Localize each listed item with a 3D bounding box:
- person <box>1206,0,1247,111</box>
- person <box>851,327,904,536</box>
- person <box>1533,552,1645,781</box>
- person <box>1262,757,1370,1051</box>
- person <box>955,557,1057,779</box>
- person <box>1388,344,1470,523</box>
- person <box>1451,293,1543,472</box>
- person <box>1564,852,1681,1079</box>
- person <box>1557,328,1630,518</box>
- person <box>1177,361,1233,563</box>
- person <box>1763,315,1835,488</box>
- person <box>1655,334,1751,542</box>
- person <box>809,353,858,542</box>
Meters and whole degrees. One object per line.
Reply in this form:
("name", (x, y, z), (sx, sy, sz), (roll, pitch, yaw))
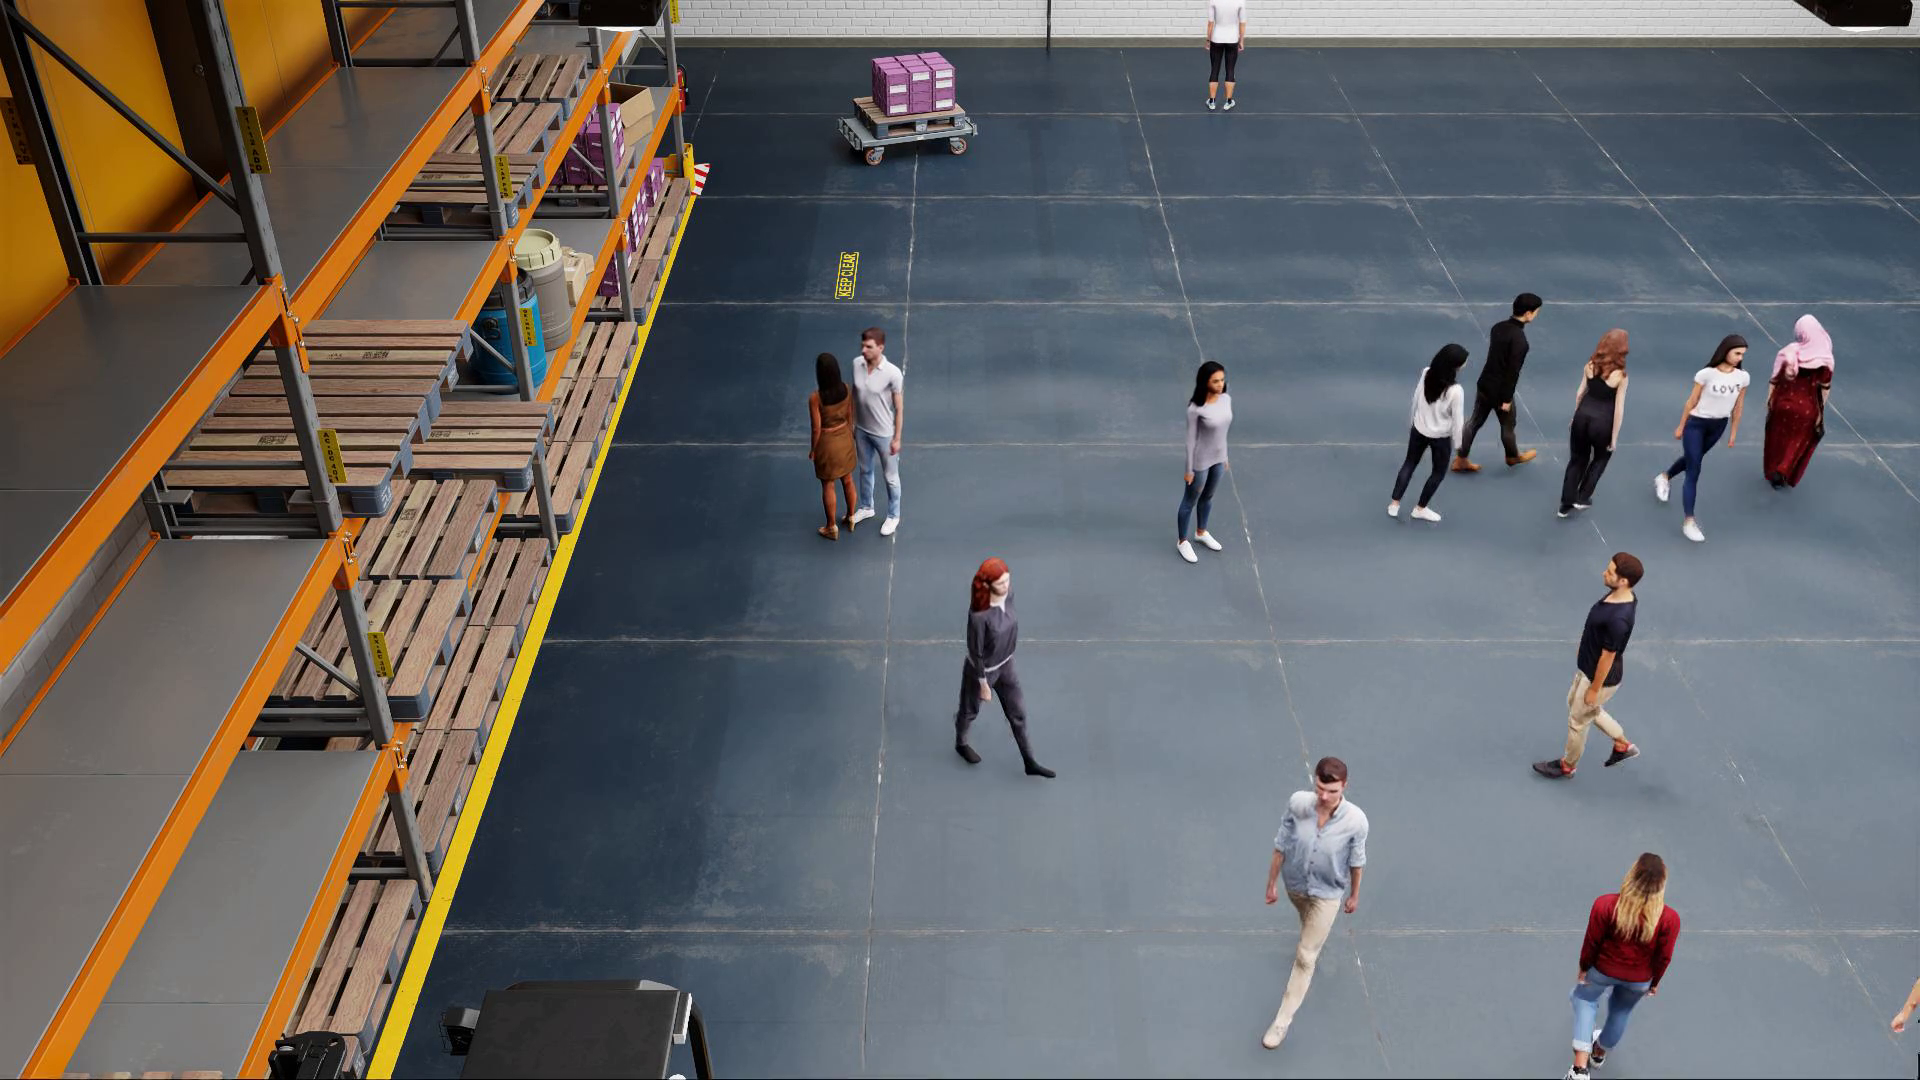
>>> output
("person", (3.597, -6.779, 22.570), (0.697, 1.851, 0.613), (5, 34, 7))
("person", (-0.691, -0.920, 13.755), (0.732, 1.851, 0.738), (20, 38, 27))
("person", (4.328, 0.900, 11.025), (0.867, 1.843, 0.920), (11, 35, 16))
("person", (2.053, 1.927, 9.519), (1.106, 1.800, 1.327), (19, 38, 26))
("person", (0.134, 0.838, 11.212), (1.059, 1.739, 1.041), (25, 41, 32))
("person", (3.930, -0.889, 13.859), (0.757, 1.684, 0.846), (24, 41, 32))
("person", (4.620, -1.325, 14.519), (0.937, 1.680, 1.048), (-7, 34, -10))
("person", (3.575, 2.377, 9.003), (0.755, 1.621, 0.919), (10, 35, 15))
("person", (5.246, -0.931, 13.877), (0.768, 1.734, 0.825), (27, 42, 34))
("person", (1.974, -0.658, 13.465), (0.686, 1.736, 0.717), (-23, 40, -30))
("person", (7.168, -1.143, 14.294), (0.872, 1.626, 0.926), (23, 40, 30))
("person", (6.183, -0.952, 13.913), (0.661, 1.730, 1.187), (-1, 34, -2))
("person", (-1.041, -0.768, 13.677), (0.644, 1.684, 0.691), (-25, 41, -33))
